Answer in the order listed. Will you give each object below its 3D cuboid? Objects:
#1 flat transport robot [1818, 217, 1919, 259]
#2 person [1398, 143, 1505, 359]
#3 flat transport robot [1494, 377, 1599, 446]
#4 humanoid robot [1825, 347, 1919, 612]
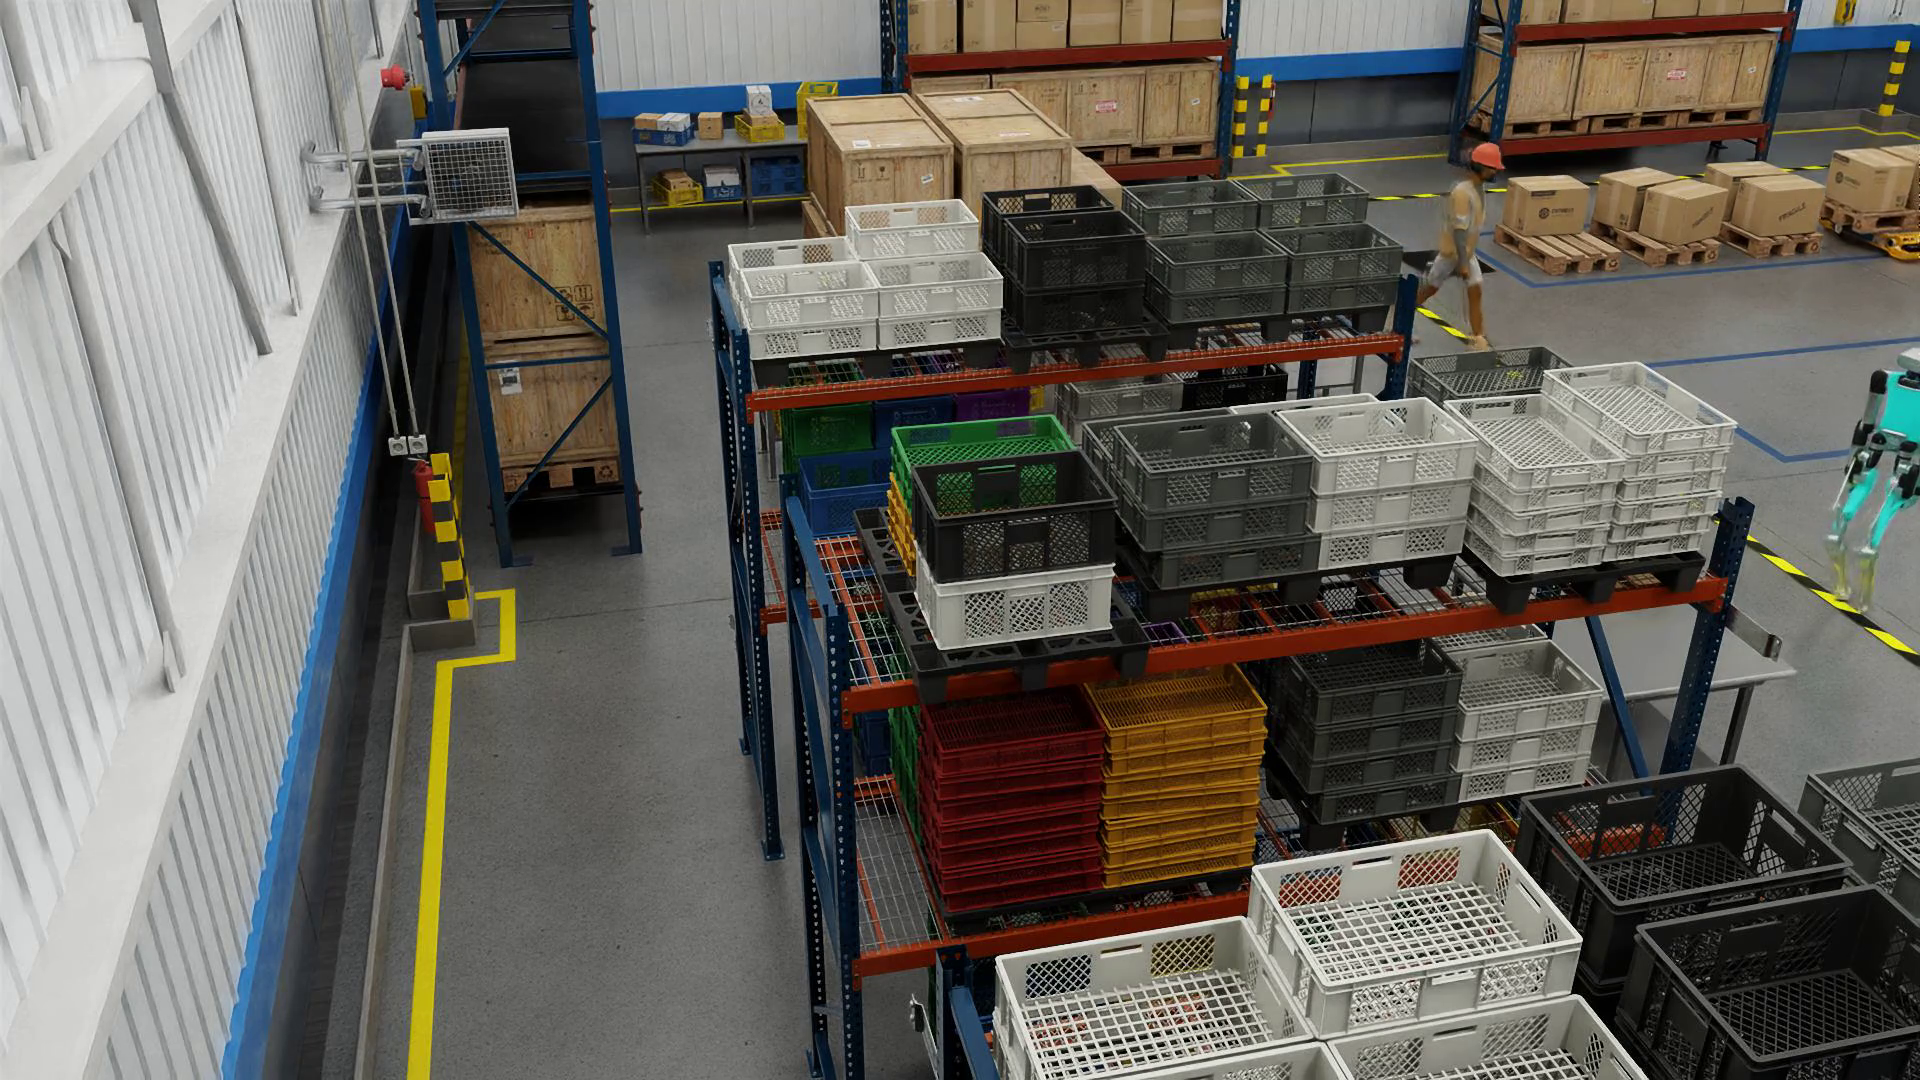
[{"bbox_3d":[10.325,-3.465,18.590,0.652,0.197,1.431,-6,28,-12],"label":"flat transport robot"},{"bbox_3d":[4.578,-2.672,15.293,1.098,1.981,0.630,21,35,35],"label":"person"},{"bbox_3d":[4.780,-1.036,14.013,0.659,0.231,1.431,-6,28,-12],"label":"flat transport robot"},{"bbox_3d":[6.136,-0.355,11.178,0.810,1.795,0.535,-23,36,-37],"label":"humanoid robot"}]
